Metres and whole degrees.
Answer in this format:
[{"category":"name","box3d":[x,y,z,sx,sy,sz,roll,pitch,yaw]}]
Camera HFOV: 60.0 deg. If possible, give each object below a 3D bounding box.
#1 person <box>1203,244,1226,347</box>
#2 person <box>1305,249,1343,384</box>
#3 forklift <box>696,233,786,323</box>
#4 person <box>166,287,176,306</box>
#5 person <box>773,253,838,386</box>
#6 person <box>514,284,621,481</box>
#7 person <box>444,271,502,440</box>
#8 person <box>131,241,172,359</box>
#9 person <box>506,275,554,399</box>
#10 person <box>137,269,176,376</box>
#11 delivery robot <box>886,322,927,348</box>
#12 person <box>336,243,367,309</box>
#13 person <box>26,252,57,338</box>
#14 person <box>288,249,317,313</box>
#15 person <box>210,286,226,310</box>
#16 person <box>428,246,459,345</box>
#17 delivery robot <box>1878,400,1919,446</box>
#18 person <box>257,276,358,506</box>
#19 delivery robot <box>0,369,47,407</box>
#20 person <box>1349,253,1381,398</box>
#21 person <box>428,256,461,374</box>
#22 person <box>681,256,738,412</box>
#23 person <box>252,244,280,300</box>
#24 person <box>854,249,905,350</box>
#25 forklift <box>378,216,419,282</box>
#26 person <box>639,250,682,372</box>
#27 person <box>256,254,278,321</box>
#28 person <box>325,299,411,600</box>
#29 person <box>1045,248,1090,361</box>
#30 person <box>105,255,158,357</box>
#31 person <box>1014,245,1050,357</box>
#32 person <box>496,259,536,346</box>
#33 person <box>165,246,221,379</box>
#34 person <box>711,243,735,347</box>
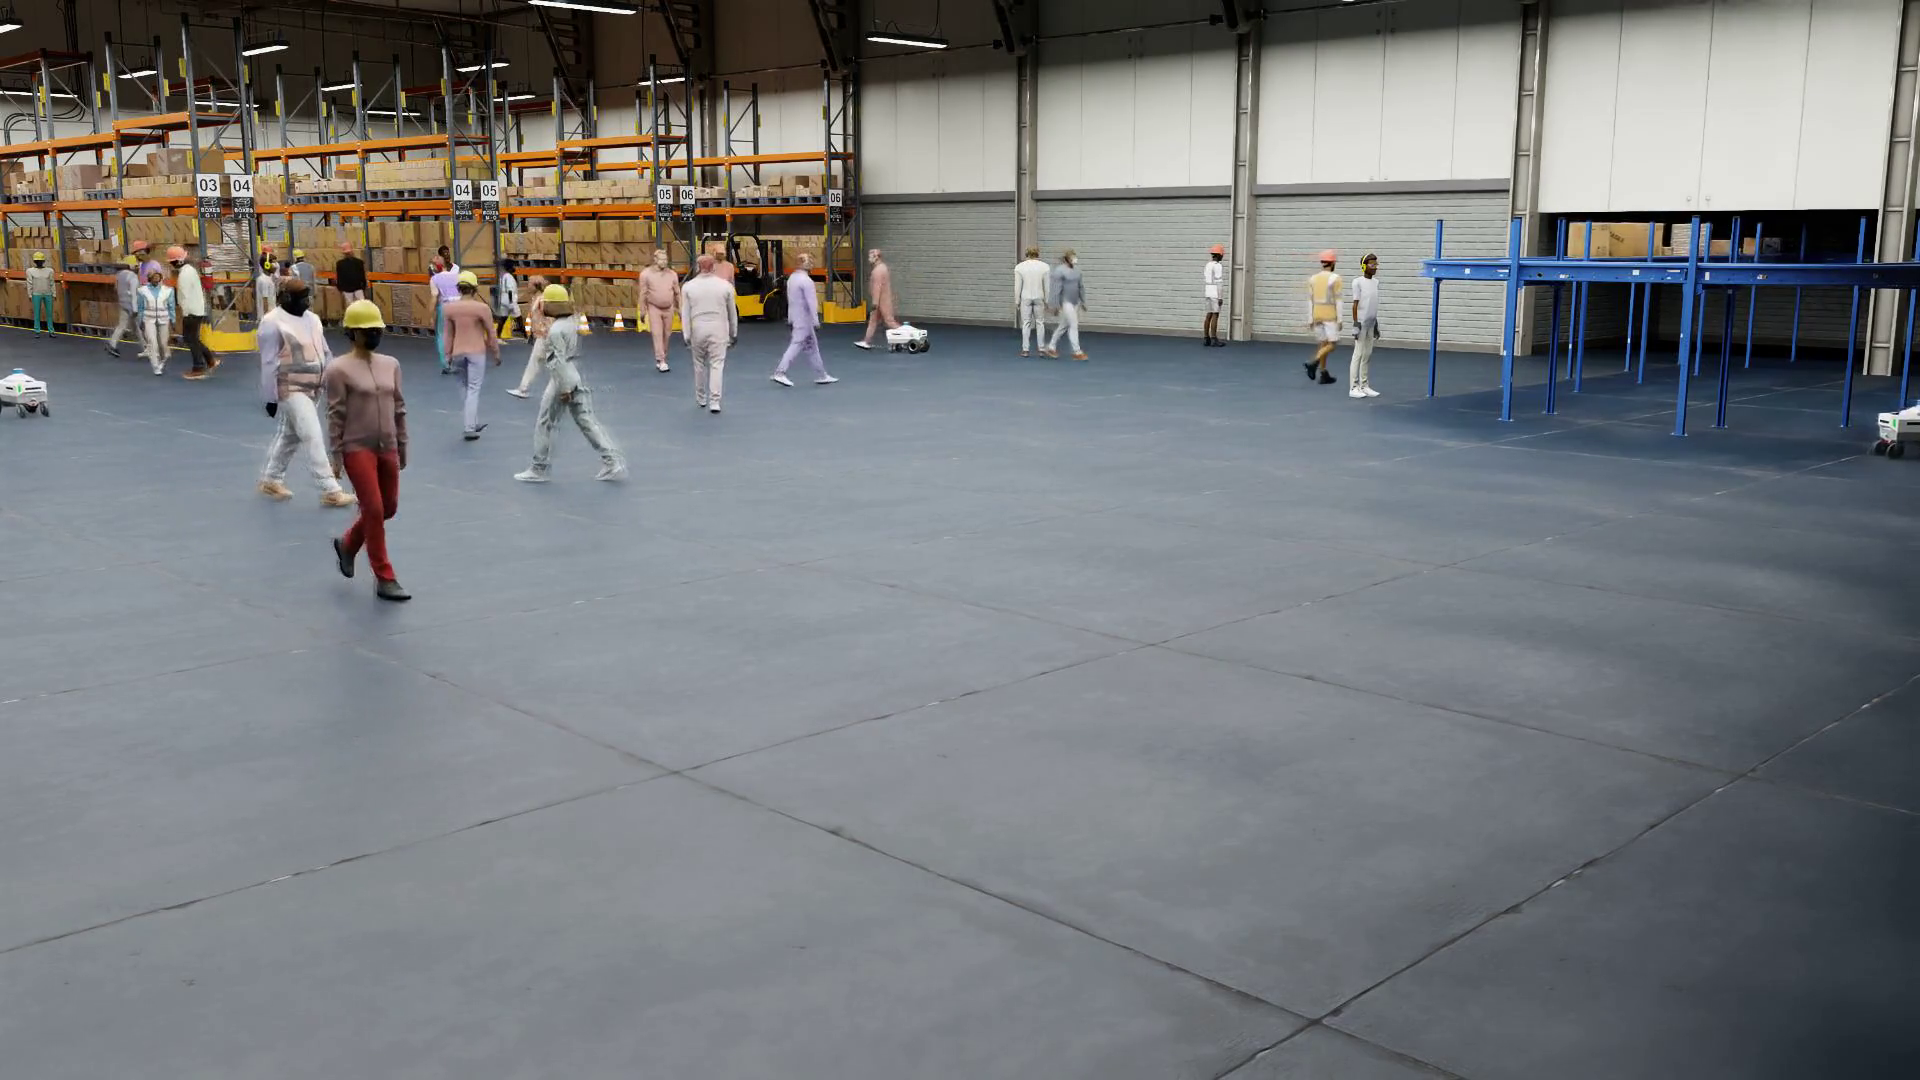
[{"category":"person","box3d":[4.890,-4.683,31.843,0.377,1.936,0.549,-4,11,-20]},{"category":"person","box3d":[5.175,-3.180,23.704,0.631,1.918,0.565,-8,13,-37]},{"category":"forklift","box3d":[-5.496,-6.489,41.108,2.313,2.155,1.214,-10,14,-44]},{"category":"person","box3d":[-18.650,-5.858,39.126,0.500,1.620,0.394,-8,13,-37]},{"category":"person","box3d":[-2.220,-3.112,23.520,1.005,1.861,0.662,-4,11,-23]},{"category":"person","box3d":[-3.388,-1.358,14.364,0.898,1.699,0.487,2,11,8]},{"category":"person","box3d":[-5.094,-1.946,17.495,0.529,1.734,0.844,2,11,12]},{"category":"person","box3d":[-13.855,-4.086,28.393,0.652,2.003,0.701,6,12,32]},{"category":"person","box3d":[-5.456,-2.620,21.547,0.872,1.590,0.537,-4,11,-20]},{"category":"person","box3d":[-12.299,-3.344,25.441,0.524,1.609,0.703,-7,12,-33]},{"category":"delivery robot","box3d":[-0.978,-3.713,30.192,0.707,0.478,0.477,4,11,20]},{"category":"person","box3d":[-12.834,-5.290,35.162,0.642,1.930,1.043,-7,13,-34]},{"category":"person","box3d":[-18.984,-5.066,34.410,0.532,1.765,0.323,-8,13,-37]},{"category":"person","box3d":[-13.966,-5.268,35.368,0.494,1.812,0.611,10,15,44]},{"category":"person","box3d":[-17.983,-6.220,40.096,0.605,2.001,1.063,-7,12,-33]},{"category":"person","box3d":[-9.369,-4.390,30.294,0.388,1.921,0.593,10,14,43]},{"category":"delivery robot","box3d":[9.232,-1.106,15.972,0.707,0.478,0.477,0,10,3]},{"category":"person","box3d":[-5.236,-1.183,13.167,0.960,1.797,0.637,3,11,14]},{"category":"delivery robot","box3d":[-11.119,-1.783,19.664,0.707,0.478,0.477,8,13,36]},{"category":"person","box3d":[5.349,-2.815,21.876,0.518,1.861,0.326,-9,14,-41]},{"category":"person","box3d":[-7.781,-3.402,25.242,0.476,1.810,0.574,6,12,28]},{"category":"person","box3d":[-3.024,-2.495,20.119,0.659,1.854,0.975,-1,10,-7]},{"category":"person","box3d":[-14.658,-5.277,35.143,0.589,1.914,0.477,-4,11,-22]},{"category":"person","box3d":[-1.467,-4.430,30.712,0.942,1.855,0.659,-1,10,-6]},{"category":"forklift","box3d":[-17.868,-9.201,54.028,1.873,2.768,1.129,-10,14,-44]},{"category":"person","box3d":[-4.621,-3.559,25.895,0.669,1.869,0.824,-7,12,-33]},{"category":"person","box3d":[-9.704,-3.106,23.492,0.403,1.853,0.516,-5,12,-25]},{"category":"person","box3d":[-3.525,-0.545,9.814,0.713,1.746,0.528,6,12,31]},{"category":"person","box3d":[1.826,-4.032,28.436,1.000,1.898,0.647,9,14,39]},{"category":"person","box3d":[-14.508,-4.083,28.988,0.587,1.793,0.883,7,12,32]},{"category":"person","box3d":[1.265,-4.201,29.213,0.629,1.940,0.377,0,10,-2]},{"category":"person","box3d":[-8.565,-4.552,31.896,0.858,1.642,0.549,-6,12,-29]},{"category":"person","box3d":[-11.364,-3.351,24.540,0.528,1.951,0.691,-2,11,-13]},{"category":"person","box3d":[-4.615,-4.692,31.817,0.625,1.974,0.771,-5,11,-24]}]
